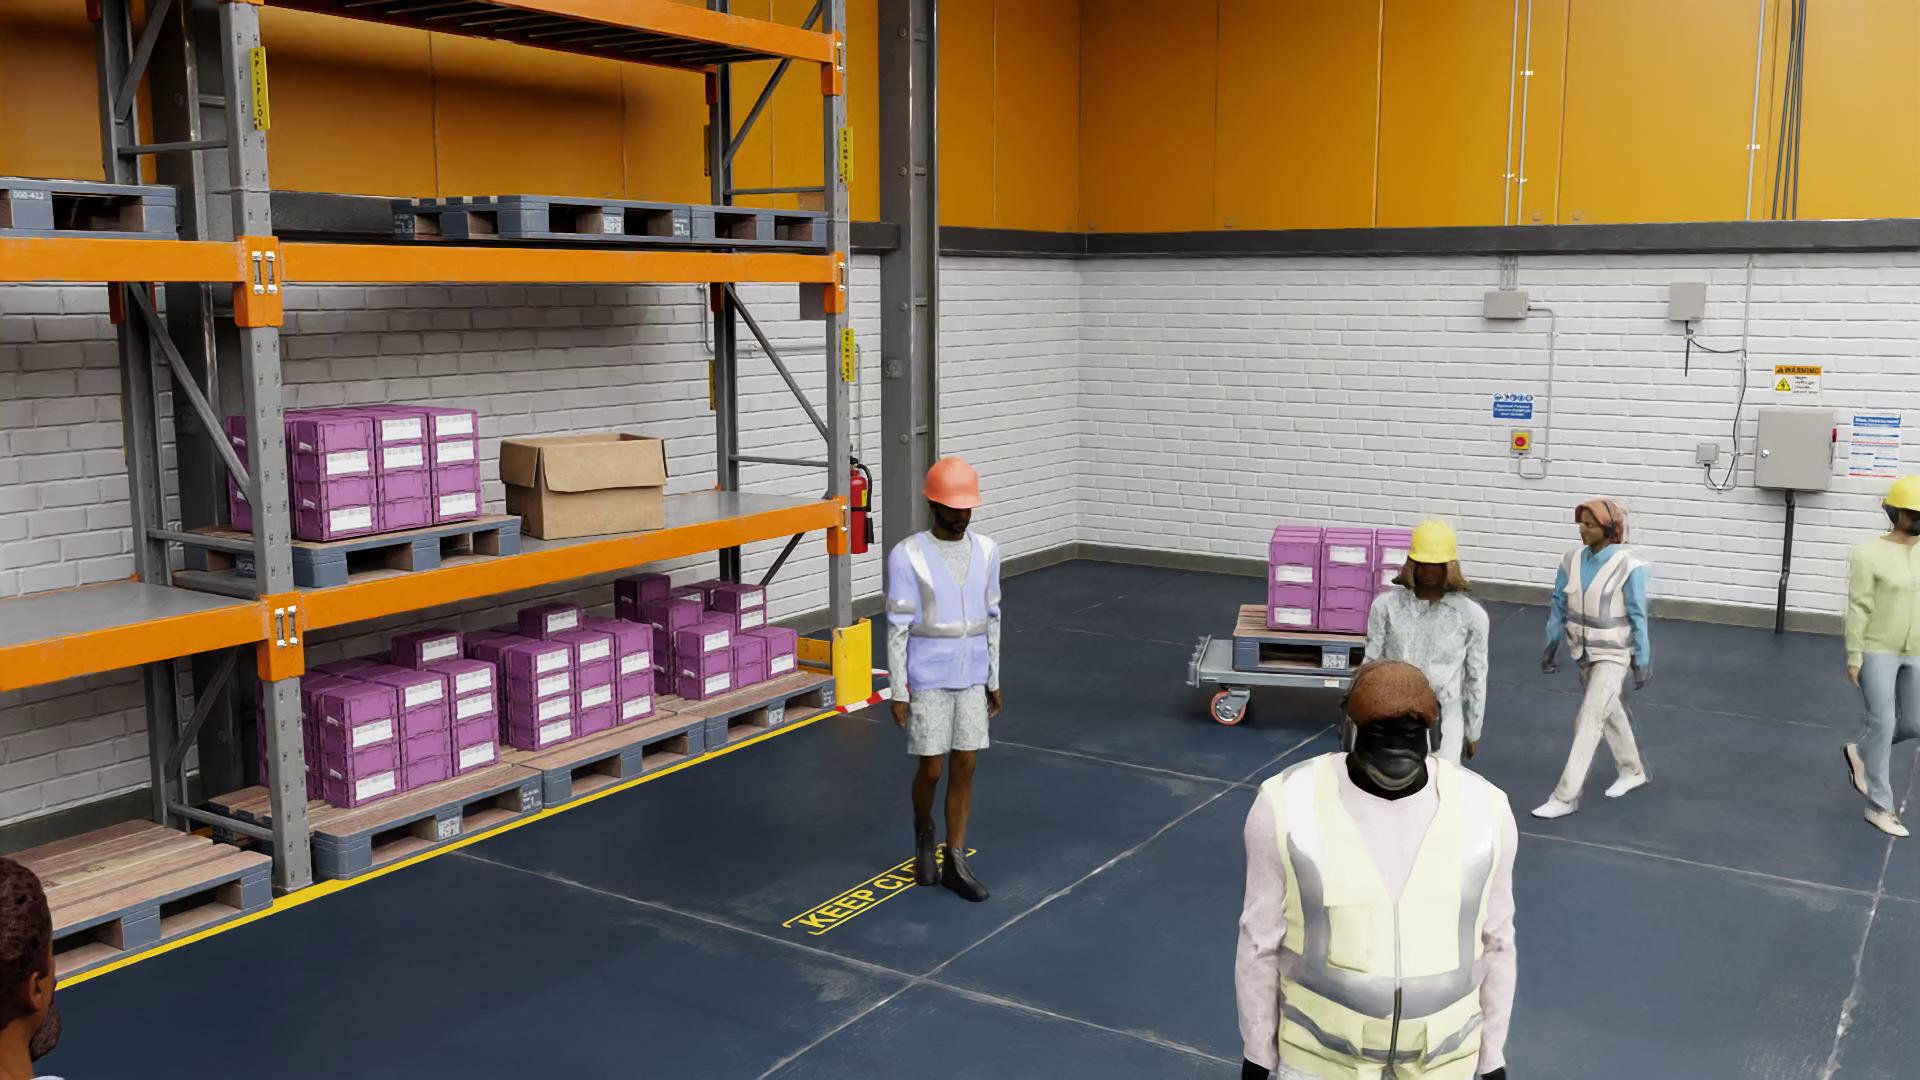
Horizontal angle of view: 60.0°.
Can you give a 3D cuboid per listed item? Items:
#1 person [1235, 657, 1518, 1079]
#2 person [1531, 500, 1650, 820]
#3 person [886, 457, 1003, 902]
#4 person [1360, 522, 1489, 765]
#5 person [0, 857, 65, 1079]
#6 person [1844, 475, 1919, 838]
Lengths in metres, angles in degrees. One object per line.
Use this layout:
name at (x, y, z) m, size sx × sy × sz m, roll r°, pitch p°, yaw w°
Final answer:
person at (0.946, 1.165, 3.796) m, size 0.633 × 1.839 × 0.429 m, roll 1°, pitch 9°, yaw 4°
person at (3.241, 0.577, 8.417) m, size 0.870 × 1.592 × 0.533 m, roll -4°, pitch 10°, yaw -24°
person at (-0.065, 0.595, 7.232) m, size 0.555 × 1.930 × 0.501 m, roll -5°, pitch 10°, yaw -29°
person at (1.922, 0.758, 6.922) m, size 0.490 × 1.696 × 0.916 m, roll 5°, pitch 10°, yaw 29°
person at (-1.268, 1.362, 2.254) m, size 0.591 × 1.922 × 0.392 m, roll -1°, pitch 9°, yaw -4°
person at (4.563, 0.535, 8.181) m, size 0.535 × 1.751 × 0.594 m, roll -1°, pitch 9°, yaw -8°
